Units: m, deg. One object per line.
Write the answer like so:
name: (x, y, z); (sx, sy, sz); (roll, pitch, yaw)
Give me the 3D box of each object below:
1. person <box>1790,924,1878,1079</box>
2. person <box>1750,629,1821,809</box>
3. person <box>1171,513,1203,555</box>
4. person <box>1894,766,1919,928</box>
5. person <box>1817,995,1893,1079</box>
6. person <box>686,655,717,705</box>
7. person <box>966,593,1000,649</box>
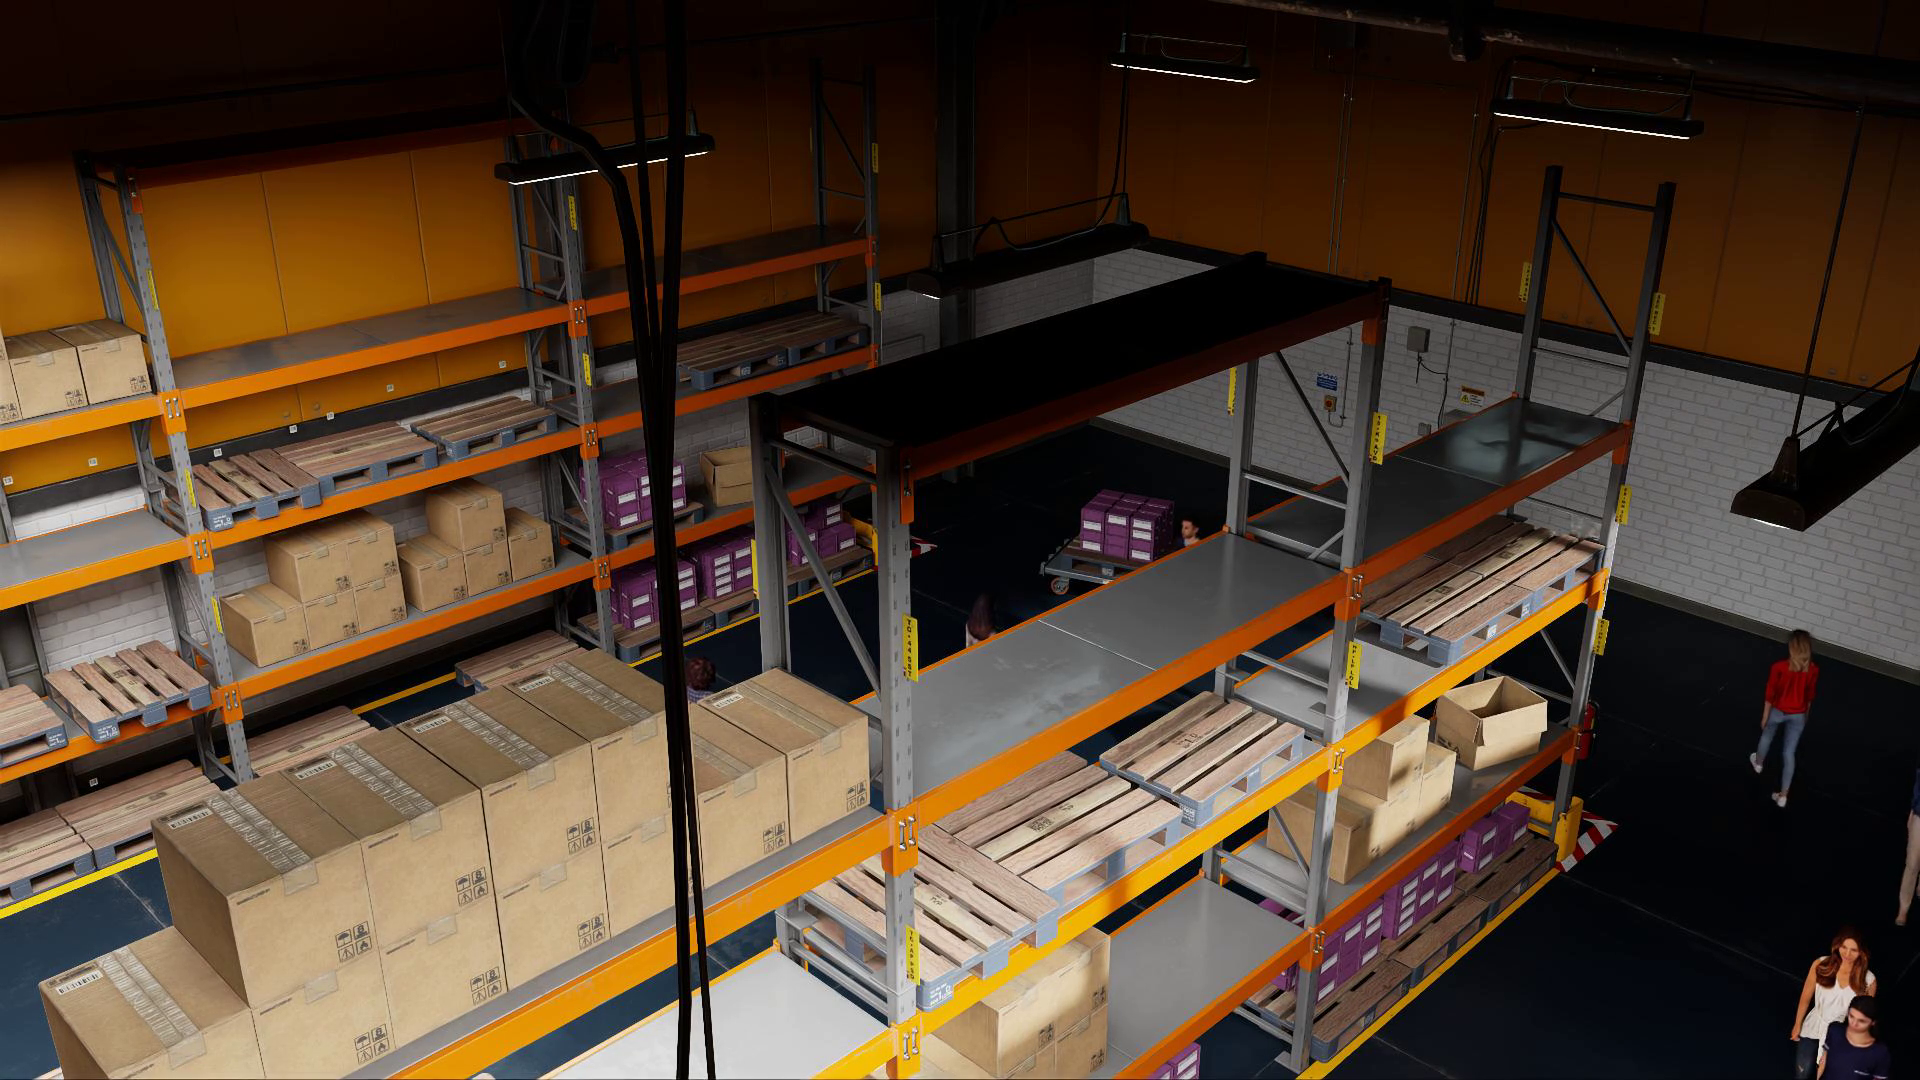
person: (5.942, 3.393, 11.382); (0.645, 1.785, 0.609); (13, 27, 27)
person: (7.704, 1.683, 15.456); (1.080, 1.655, 1.230); (3, 24, 8)
person: (2.534, 0.546, 17.872); (1.145, 1.805, 0.777); (-15, 28, -31)
person: (8.143, 2.373, 13.891); (0.824, 1.644, 1.212); (13, 27, 28)
person: (5.792, 3.678, 10.817); (1.121, 1.716, 0.626); (-20, 31, -38)
person: (-2.301, 1.825, 15.074); (0.662, 1.701, 0.623); (13, 27, 28)
person: (0.235, 1.314, 16.186); (0.510, 1.746, 0.598); (-20, 31, -38)
